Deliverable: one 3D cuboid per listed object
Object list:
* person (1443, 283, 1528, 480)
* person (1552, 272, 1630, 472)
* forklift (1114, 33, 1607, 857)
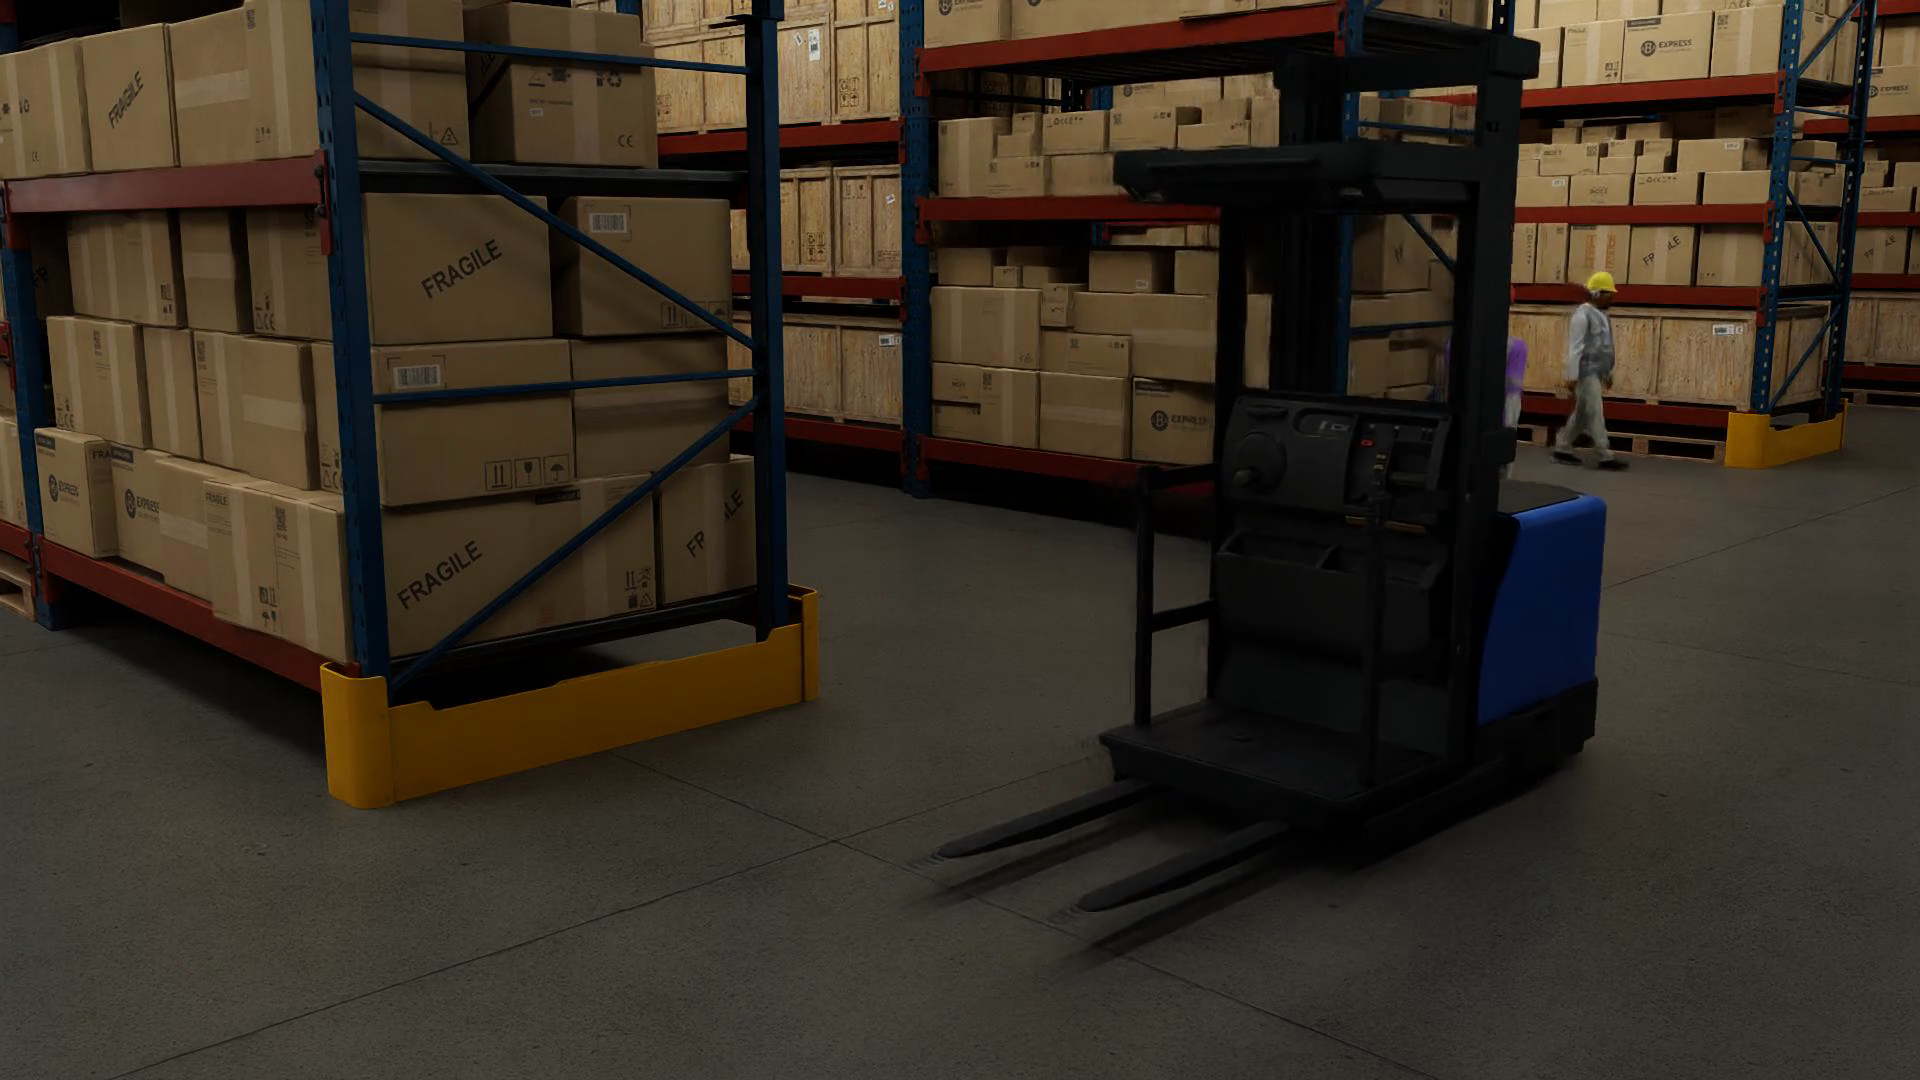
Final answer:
[{"bbox_3d":[3.206,-0.681,10.302,0.564,1.897,1.005,8,13,39],"label":"person"},{"bbox_3d":[5.806,-1.539,15.208,0.769,1.800,0.614,9,14,40],"label":"person"},{"bbox_3d":[1.647,-0.469,6.409,1.873,2.768,1.129,-10,14,-44],"label":"forklift"}]
